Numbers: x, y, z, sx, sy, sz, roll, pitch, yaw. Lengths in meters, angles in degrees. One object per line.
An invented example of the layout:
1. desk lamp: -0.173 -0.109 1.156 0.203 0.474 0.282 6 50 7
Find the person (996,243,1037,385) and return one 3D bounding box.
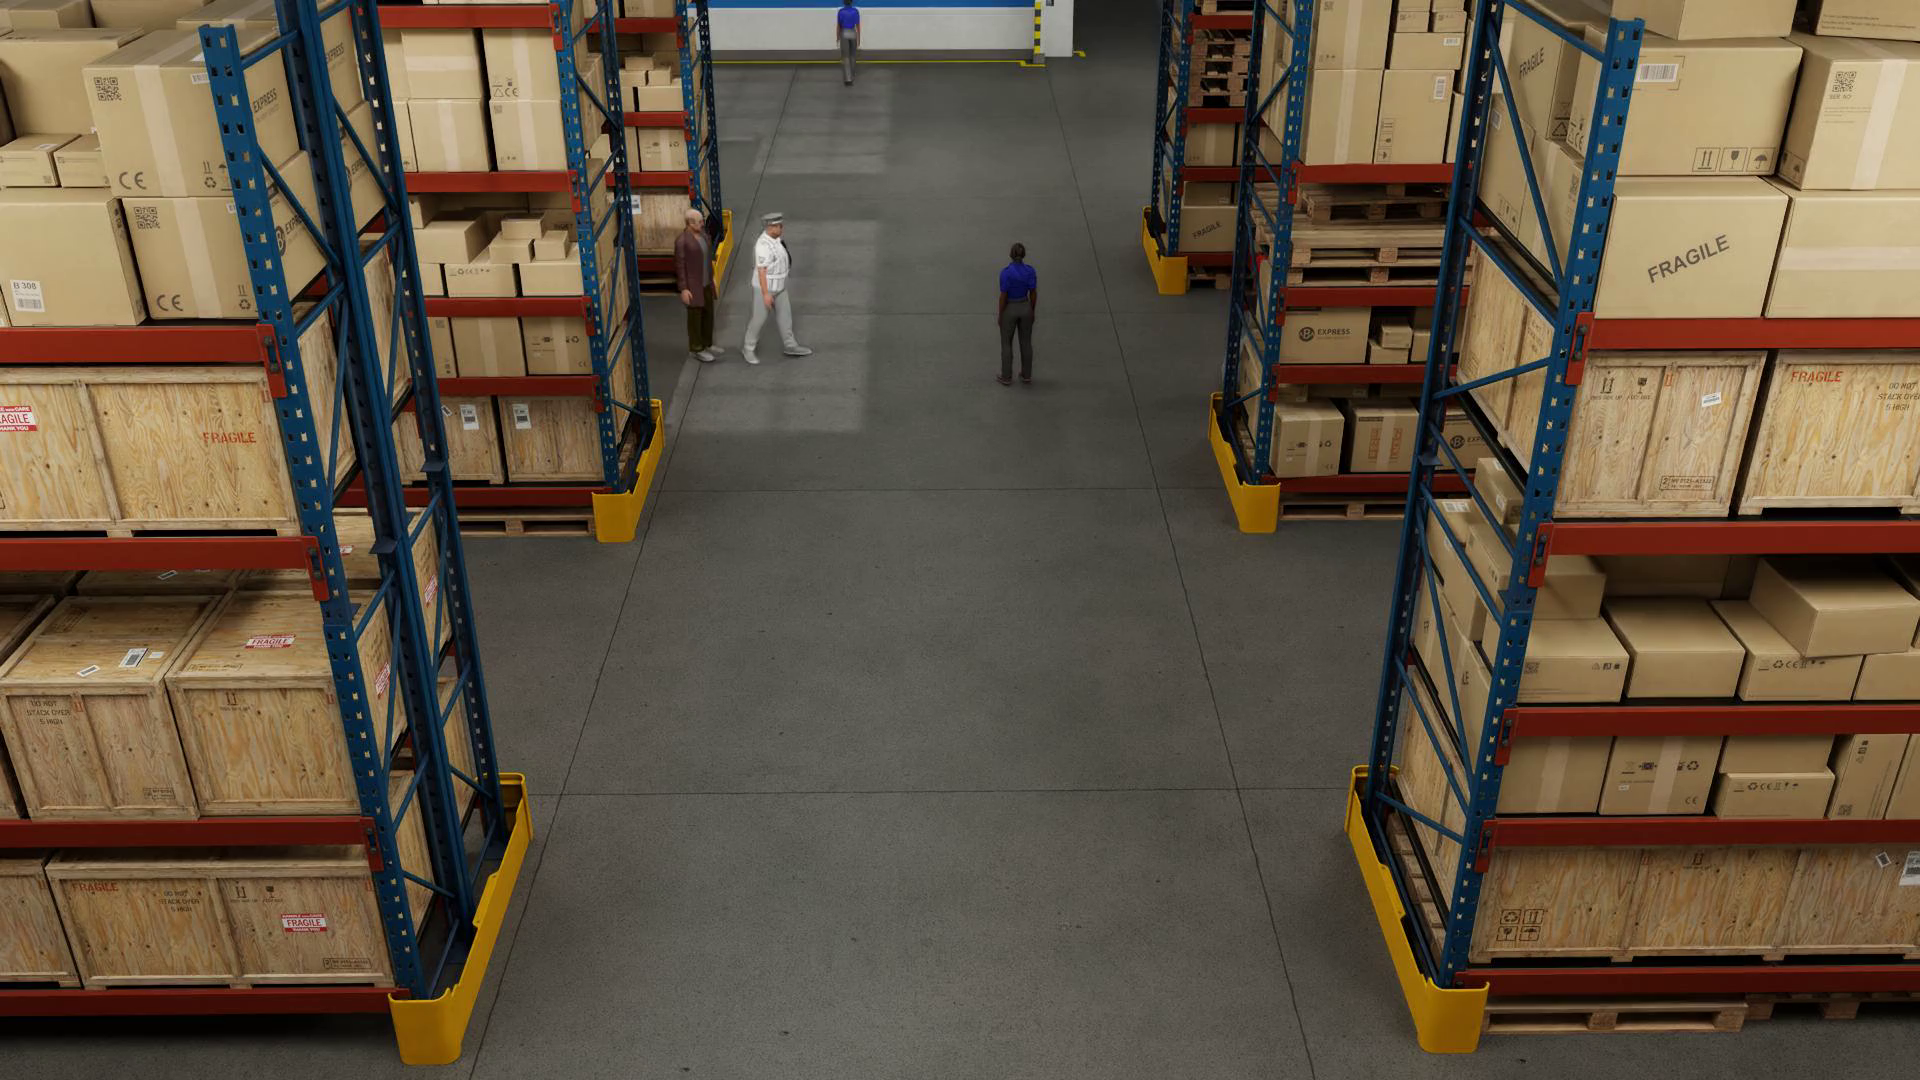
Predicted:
1. person: 0.627 -2.576 18.813 0.438 1.657 0.349 -8 29 -15

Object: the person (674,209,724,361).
1. person: -3.031 -2.978 19.399 0.426 1.787 0.592 16 32 28

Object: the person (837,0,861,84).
1. person: -2.149 -9.656 31.991 0.447 1.661 0.732 -9 30 -16

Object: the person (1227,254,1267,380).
1. person: 3.444 -2.600 18.776 0.875 1.714 0.513 -21 35 -34

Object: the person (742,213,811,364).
1. person: -2.191 -2.952 19.431 0.767 1.733 0.643 9 30 17
